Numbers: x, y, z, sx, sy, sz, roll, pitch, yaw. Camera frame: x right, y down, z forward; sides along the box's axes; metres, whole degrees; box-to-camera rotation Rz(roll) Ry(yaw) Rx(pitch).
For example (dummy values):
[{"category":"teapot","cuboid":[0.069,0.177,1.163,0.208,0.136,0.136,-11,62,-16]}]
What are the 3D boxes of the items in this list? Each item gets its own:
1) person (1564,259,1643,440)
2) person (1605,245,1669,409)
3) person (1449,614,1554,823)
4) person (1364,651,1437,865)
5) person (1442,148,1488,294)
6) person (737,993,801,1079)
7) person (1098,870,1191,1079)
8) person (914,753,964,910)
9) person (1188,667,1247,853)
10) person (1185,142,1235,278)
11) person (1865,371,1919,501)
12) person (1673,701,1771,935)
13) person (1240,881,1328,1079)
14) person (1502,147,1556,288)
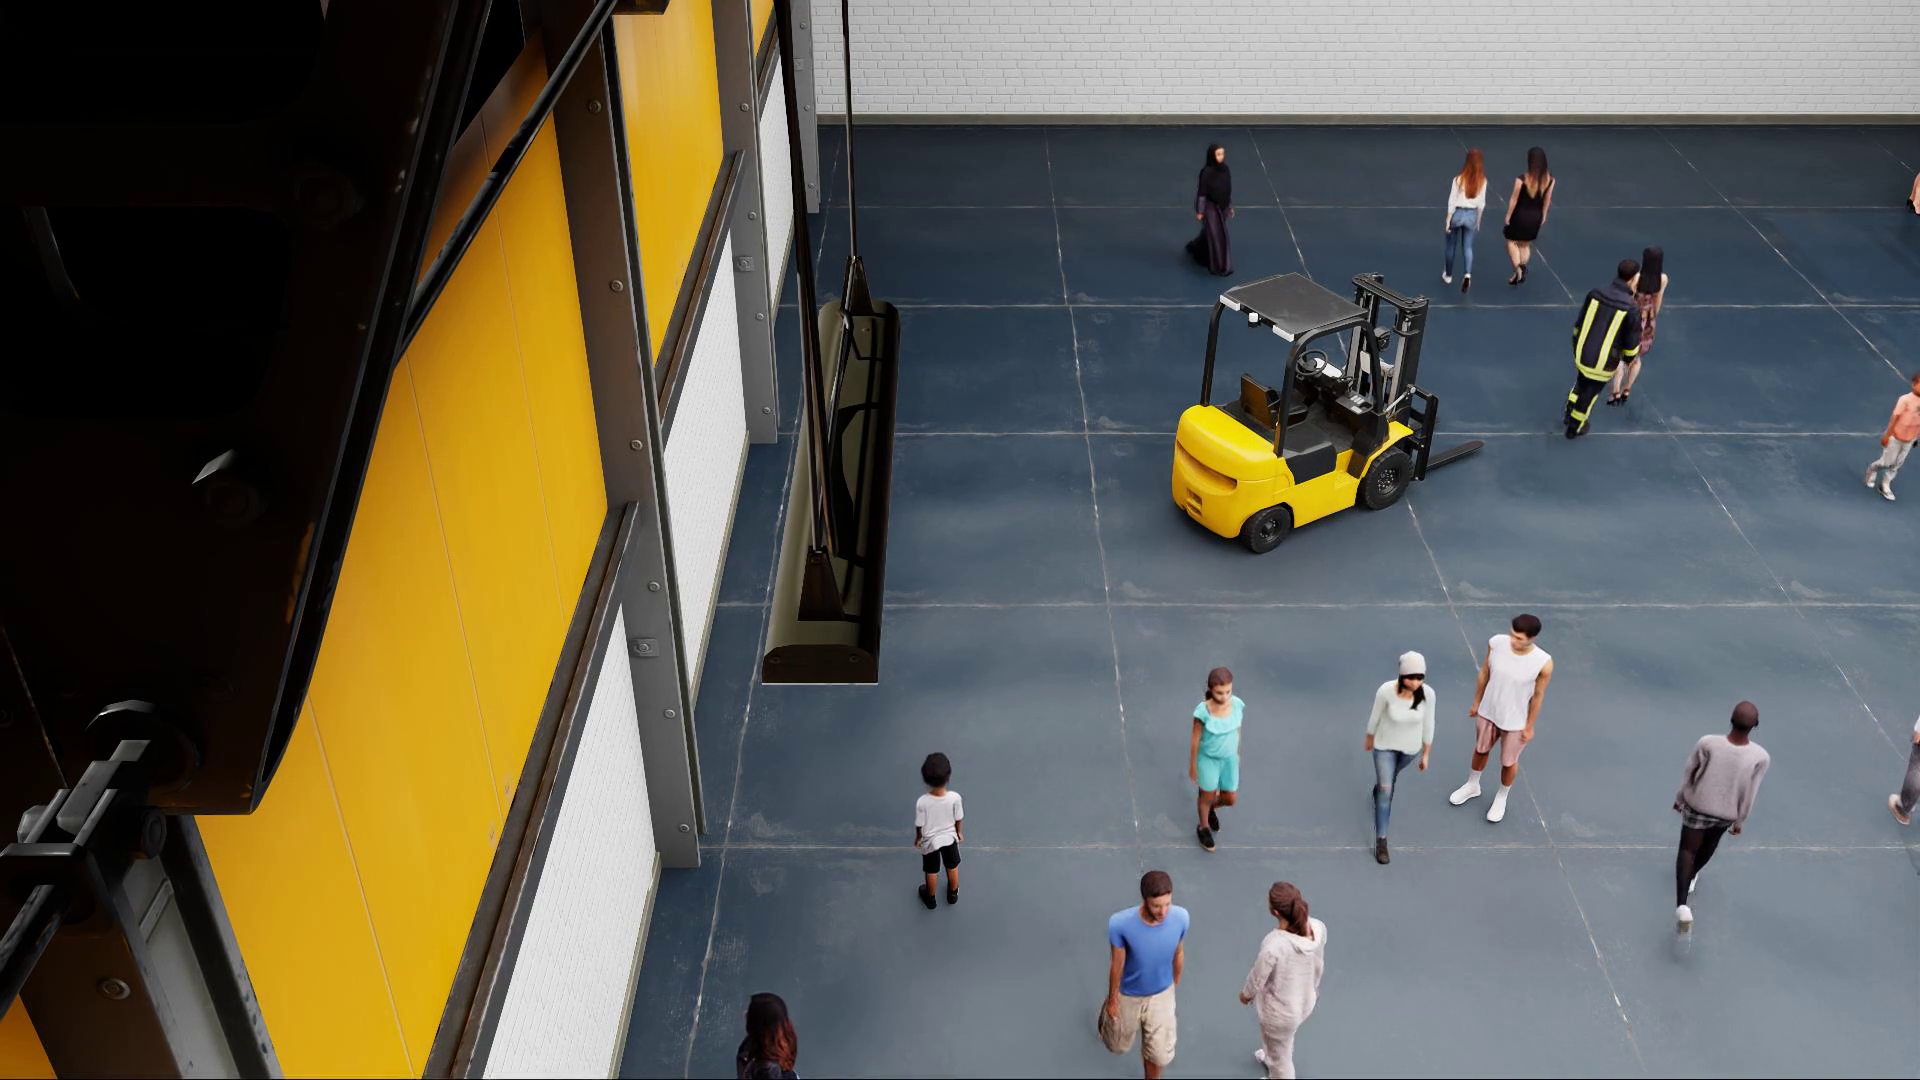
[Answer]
[{"category":"person","cuboid":[6.282,-1.846,16.458,0.976,1.900,0.880,-23,40,-30]},{"category":"person","cuboid":[6.958,-2.196,17.098,0.688,1.774,0.688,-3,34,-5]},{"category":"person","cuboid":[3.929,1.231,11.938,0.733,1.779,0.790,28,43,35]},{"category":"person","cuboid":[3.100,1.413,11.825,0.570,1.600,1.080,1,34,1]},{"category":"person","cuboid":[5.890,-3.694,19.412,0.612,1.706,0.995,2,34,3]},{"category":"person","cuboid":[-1.030,3.097,9.262,0.689,1.633,0.476,0,34,0]},{"category":"person","cuboid":[1.053,2.593,9.831,0.703,1.844,1.039,-4,34,-7]},{"category":"person","cuboid":[-0.145,1.985,11.270,0.539,1.262,0.551,-8,34,-12]},{"category":"person","cuboid":[1.779,1.493,11.751,0.620,1.549,0.680,-8,35,-12]},{"category":"person","cuboid":[3.014,-4.021,20.002,0.999,1.599,1.143,-23,40,-30]},{"category":"person","cuboid":[8.898,-1.033,15.773,0.521,1.305,0.637,-2,34,-4]},{"category":"person","cuboid":[5.002,1.845,11.046,0.916,1.744,1.205,13,36,19]},{"category":"person","cuboid":[1.968,2.751,9.750,0.775,1.670,0.828,-24,40,-31]},{"category":"person","cuboid":[6.651,-3.709,19.442,0.745,1.699,0.843,-5,34,-8]}]
